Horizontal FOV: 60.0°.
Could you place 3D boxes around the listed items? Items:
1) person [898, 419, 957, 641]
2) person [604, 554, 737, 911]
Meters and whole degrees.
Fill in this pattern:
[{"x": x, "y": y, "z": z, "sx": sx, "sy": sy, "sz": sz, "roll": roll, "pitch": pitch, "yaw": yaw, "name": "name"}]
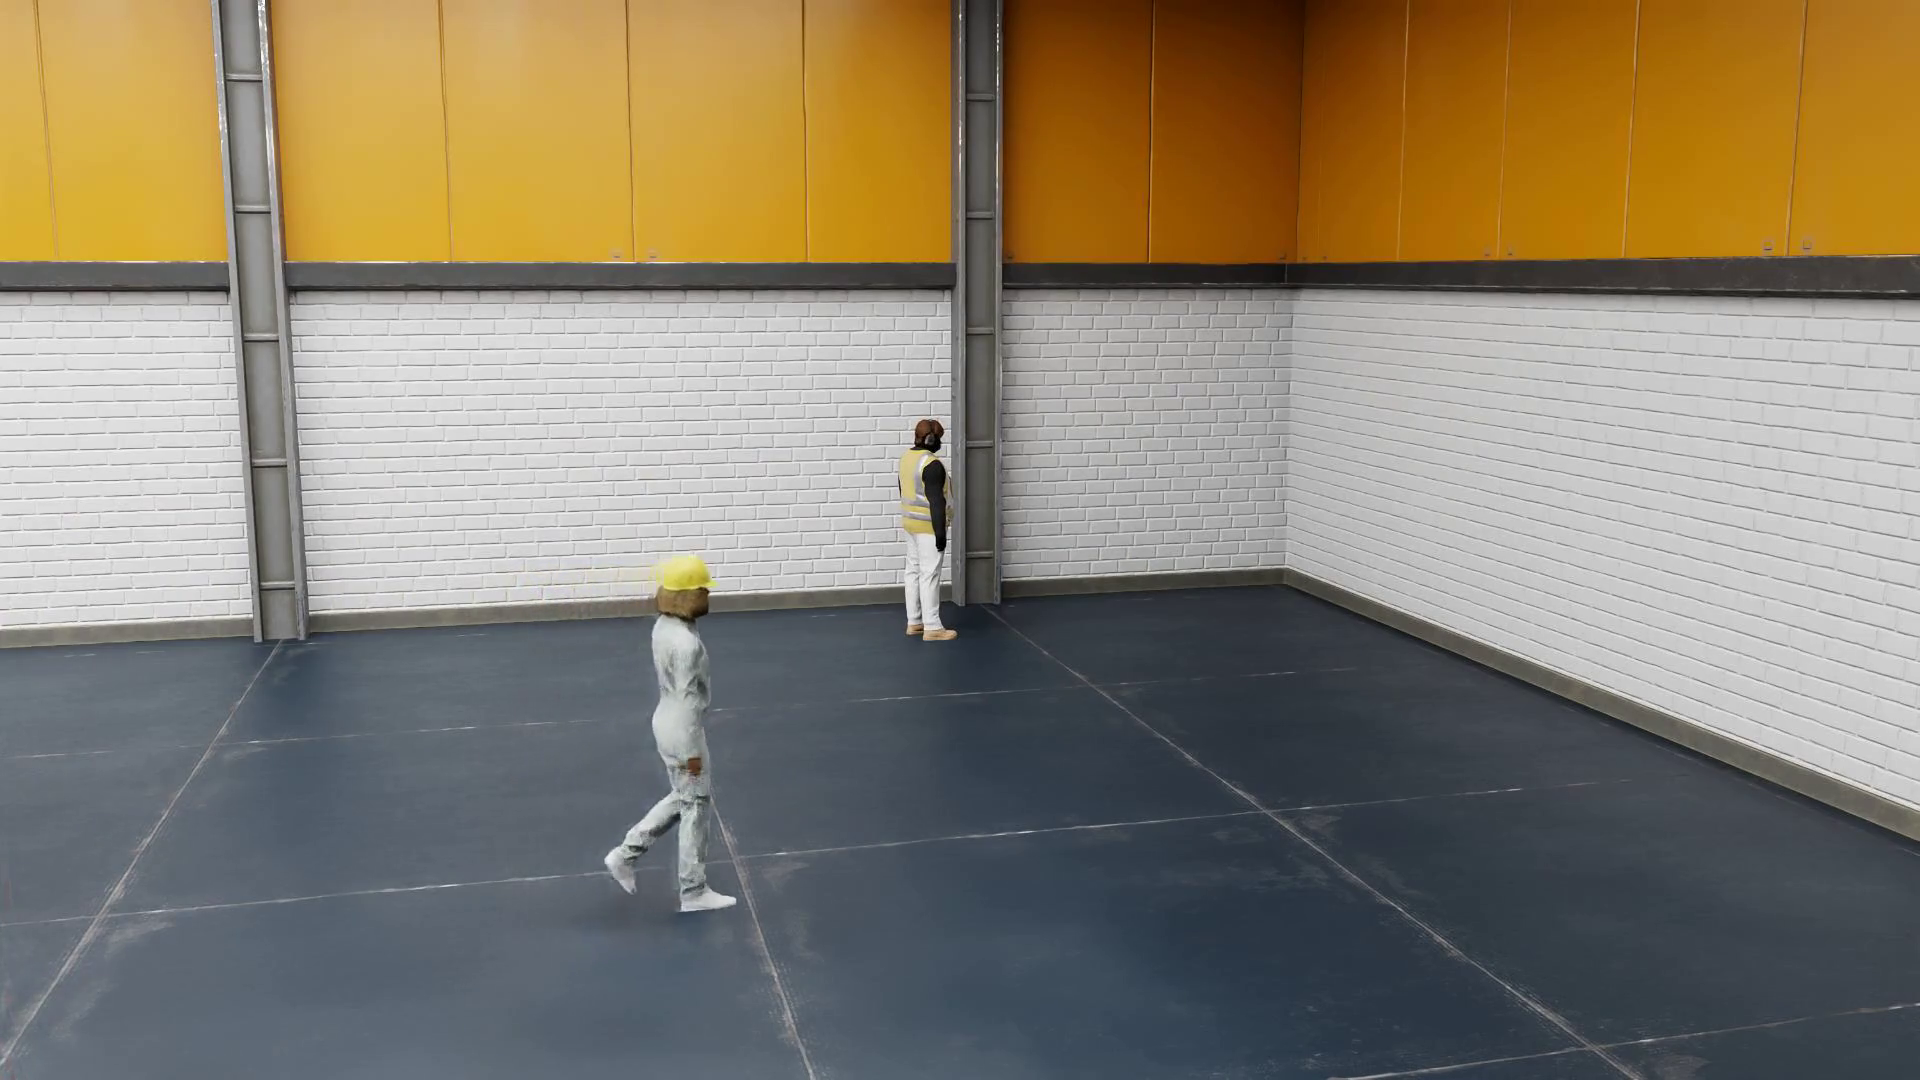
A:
[{"x": -0.268, "y": -0.088, "z": 13.833, "sx": 0.429, "sy": 1.838, "sz": 0.622, "roll": -5, "pitch": 10, "yaw": -28, "name": "person"}, {"x": -1.368, "y": 0.923, "z": 7.834, "sx": 0.510, "sy": 1.730, "sz": 0.493, "roll": -4, "pitch": 10, "yaw": -25, "name": "person"}]
